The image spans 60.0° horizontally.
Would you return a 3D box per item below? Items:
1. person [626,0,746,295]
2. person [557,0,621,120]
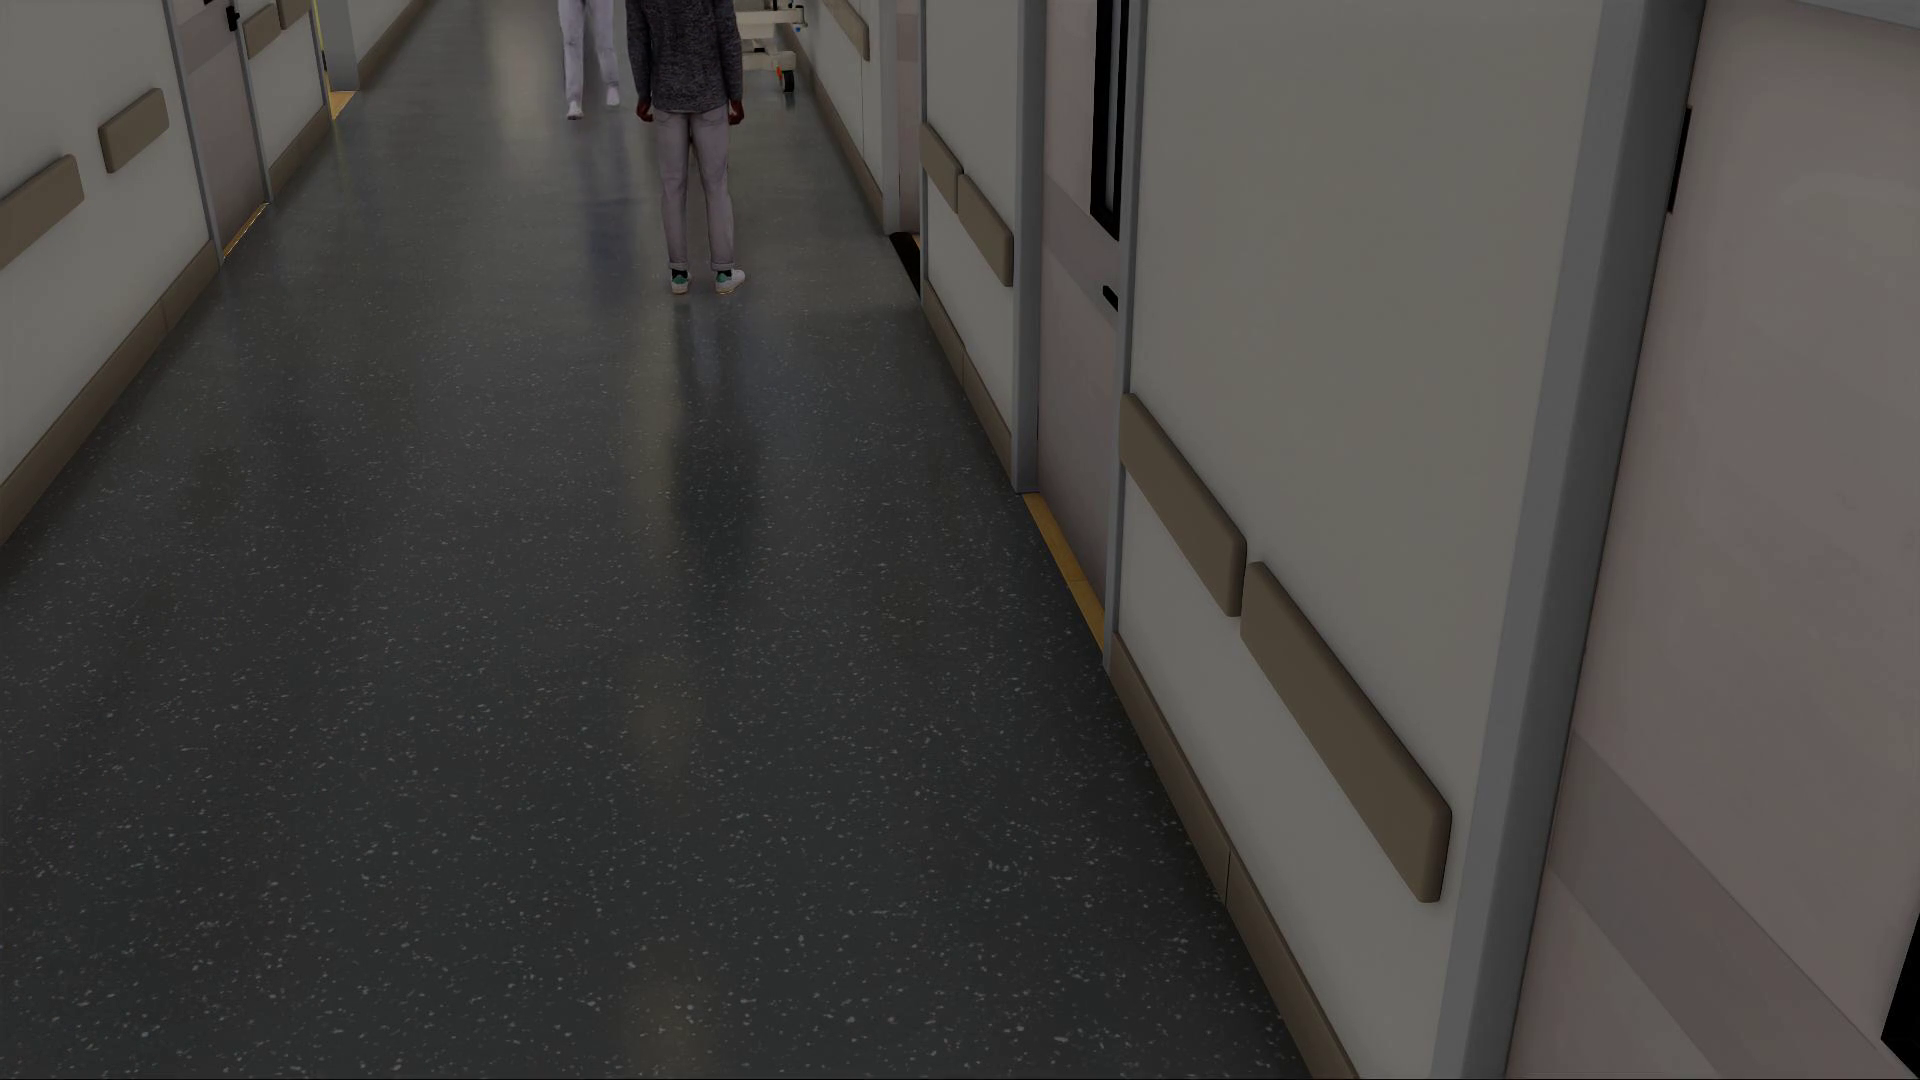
[{"bbox_3d":[-1.289,-2.086,7.865,0.573,1.839,0.786,1,26,3],"label":"person"},{"bbox_3d":[-2.596,-3.904,11.632,1.139,1.841,0.814,-1,26,-1],"label":"person"}]
